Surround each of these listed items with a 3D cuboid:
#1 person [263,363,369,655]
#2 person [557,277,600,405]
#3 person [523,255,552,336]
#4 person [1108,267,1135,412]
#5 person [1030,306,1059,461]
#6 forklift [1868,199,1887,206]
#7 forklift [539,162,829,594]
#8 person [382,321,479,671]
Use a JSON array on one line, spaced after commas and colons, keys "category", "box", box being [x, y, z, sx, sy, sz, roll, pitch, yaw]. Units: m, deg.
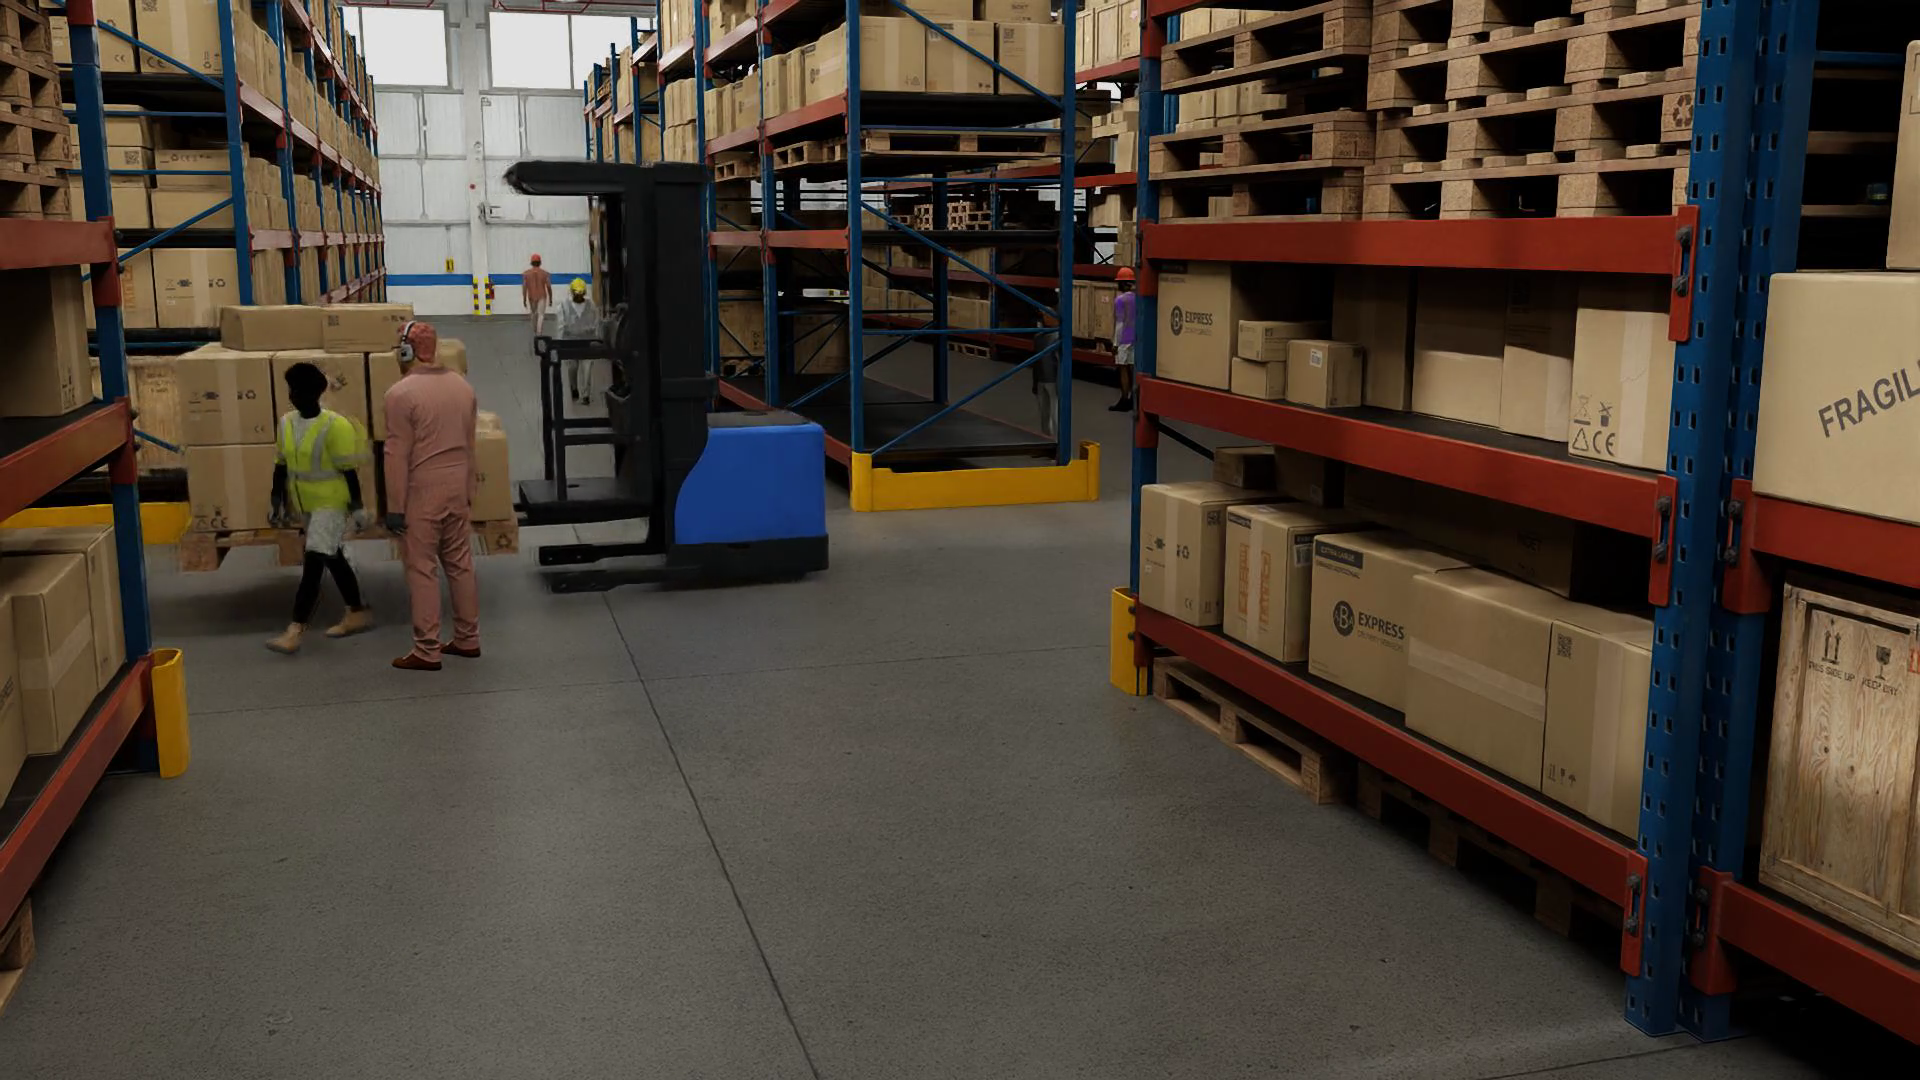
[{"category": "person", "box": [-3.692, -0.183, 9.436, 0.588, 1.632, 0.857, 6, 12, 30]}, {"category": "person", "box": [-5.398, -2.829, 23.546, 0.590, 1.794, 0.800, -3, 11, -16]}, {"category": "person", "box": [-9.631, -5.528, 37.962, 0.640, 1.942, 1.011, -1, 10, -6]}, {"category": "person", "box": [2.230, -2.699, 22.450, 0.354, 1.939, 0.544, 8, 13, 38]}, {"category": "person", "box": [0.930, -1.647, 17.553, 0.289, 1.627, 0.498, -7, 12, -33]}, {"category": "forklift", "box": [11.338, -2.915, 21.052, 1.129, 2.768, 1.873, -3, 11, -17]}, {"category": "forklift", "box": [-1.931, -1.148, 11.364, 1.873, 2.768, 1.129, -3, 11, -18]}, {"category": "person", "box": [-2.913, -0.242, 9.104, 0.398, 1.899, 0.649, 5, 11, 24]}]
